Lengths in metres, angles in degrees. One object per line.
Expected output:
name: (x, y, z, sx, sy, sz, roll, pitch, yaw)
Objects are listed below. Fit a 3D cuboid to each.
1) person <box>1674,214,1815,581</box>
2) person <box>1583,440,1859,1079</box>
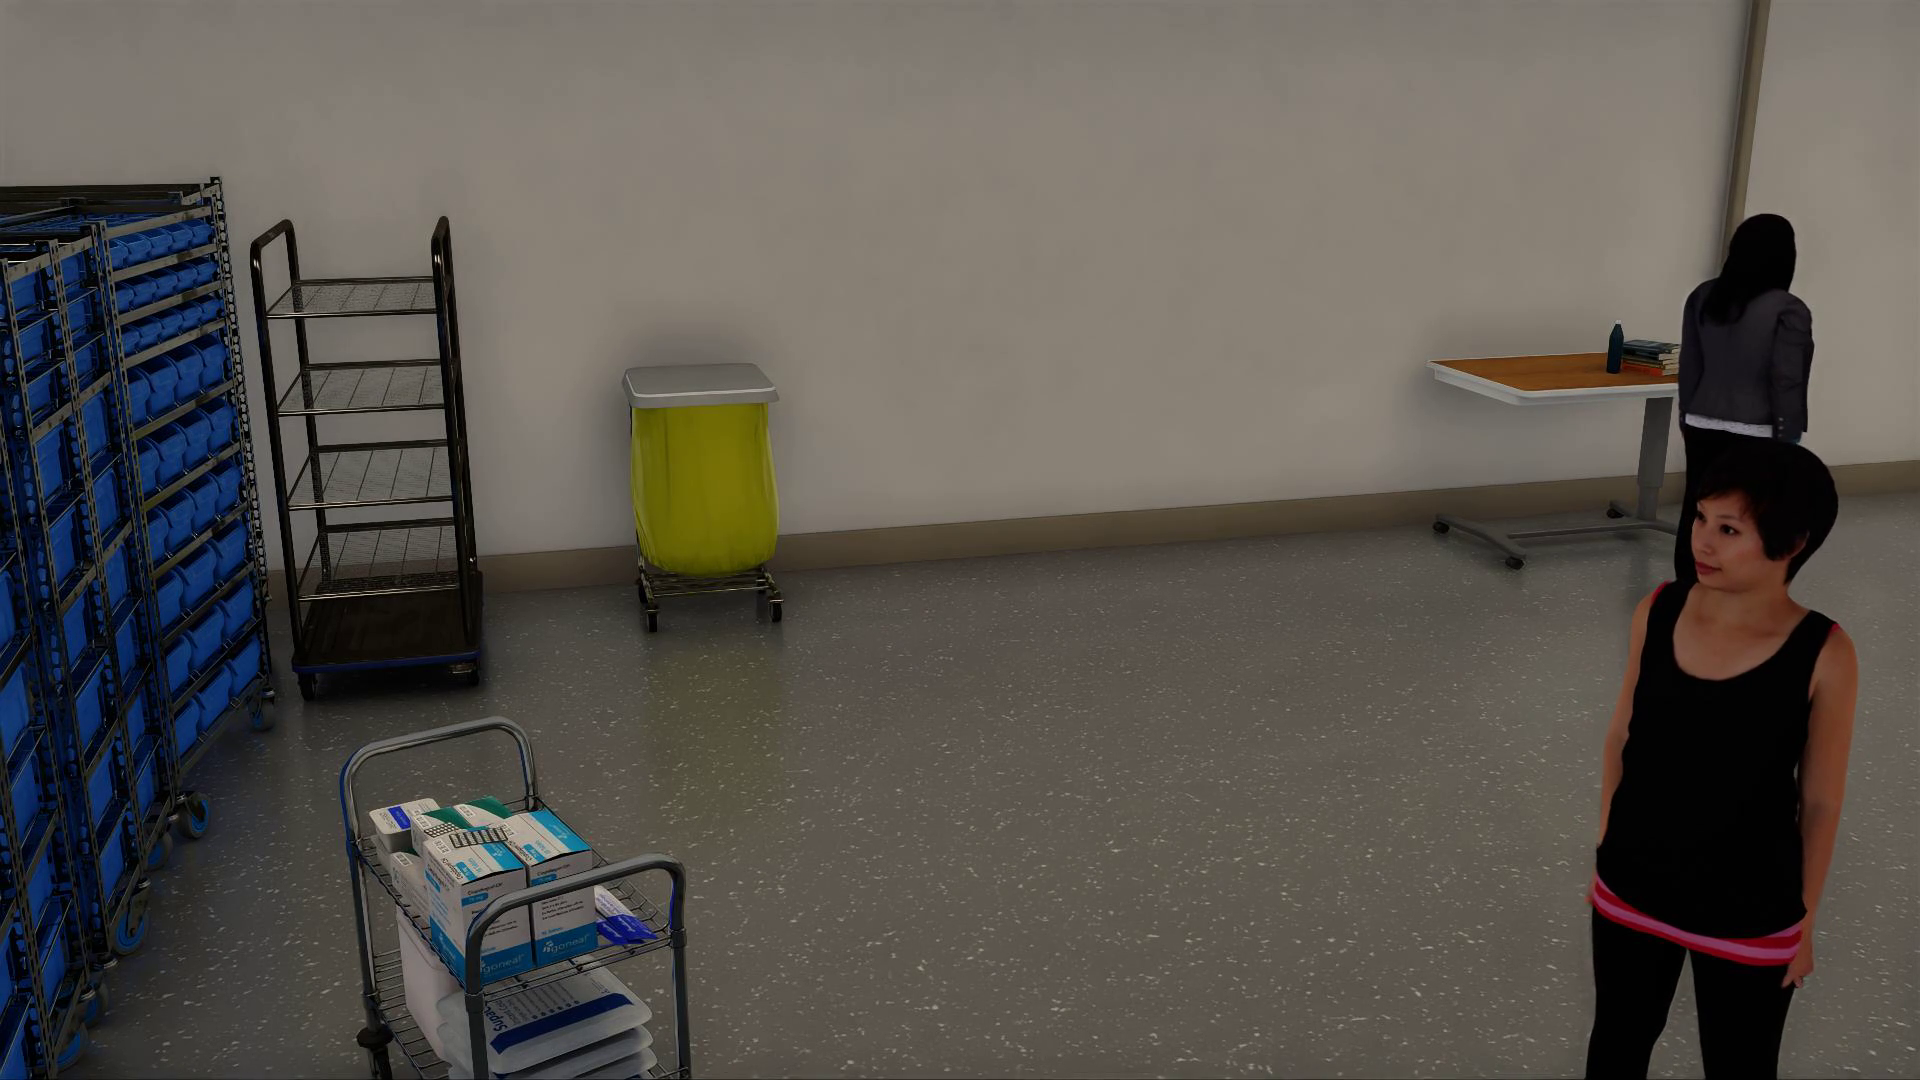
person: (2.999, -0.446, 6.408, 0.750, 1.599, 0.746, -10, 18, -30)
person: (1.293, 0.574, 2.878, 0.634, 1.551, 0.620, -13, 20, -39)
